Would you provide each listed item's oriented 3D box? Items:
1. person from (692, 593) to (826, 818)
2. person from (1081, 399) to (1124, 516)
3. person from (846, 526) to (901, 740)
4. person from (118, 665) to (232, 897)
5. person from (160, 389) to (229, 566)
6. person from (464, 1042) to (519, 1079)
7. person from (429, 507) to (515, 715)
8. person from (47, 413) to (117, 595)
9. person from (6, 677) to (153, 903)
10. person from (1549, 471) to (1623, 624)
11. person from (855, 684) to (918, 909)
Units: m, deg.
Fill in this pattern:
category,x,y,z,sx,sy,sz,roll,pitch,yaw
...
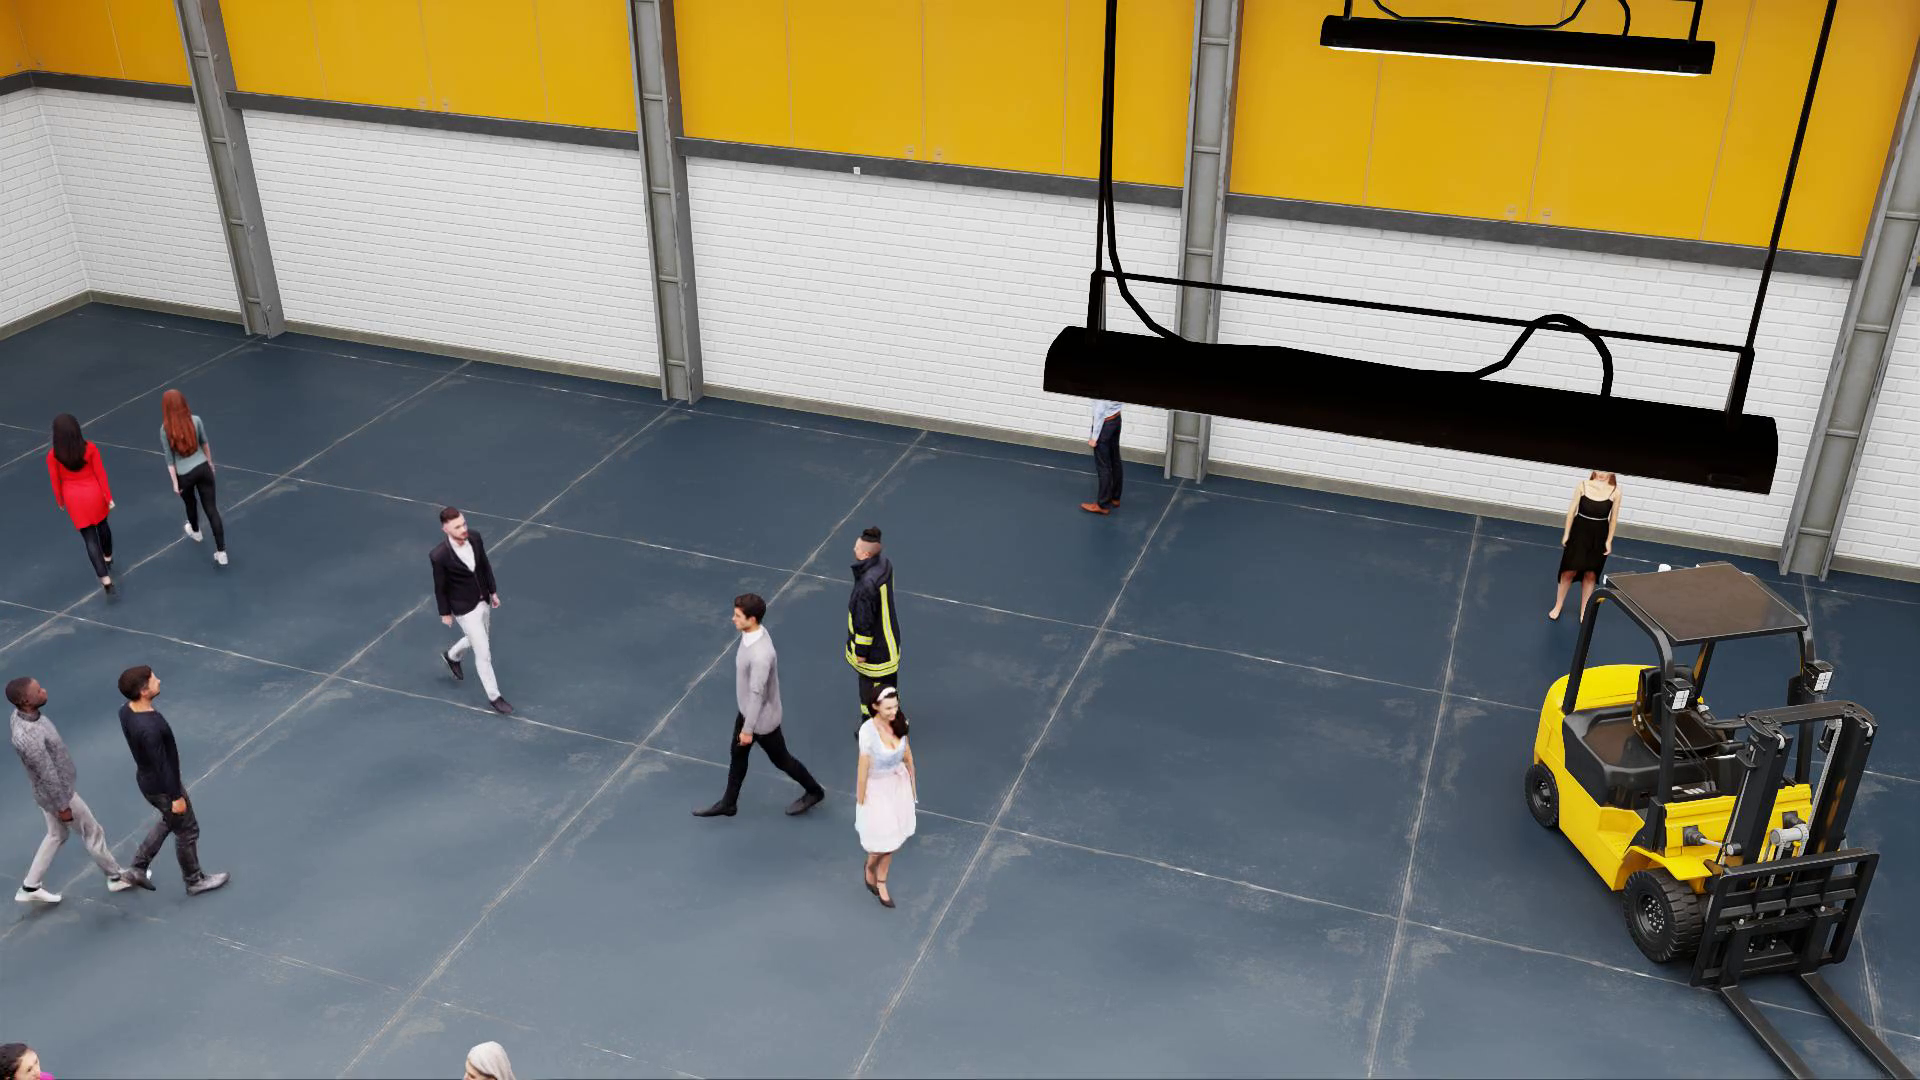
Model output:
category,x,y,z,sx,sy,sz,roll,pitch,yaw
person,-1.362,1.253,12.145,1.335,1.881,1.232,-10,30,-18
person,1.458,-1.113,16.580,0.653,1.789,0.704,20,34,32
person,-0.667,0.732,13.124,0.750,1.858,0.788,4,29,8
person,-5.523,1.709,11.332,0.941,1.859,0.954,-23,36,-35
person,-7.177,-0.555,15.659,0.975,1.689,1.245,-24,36,-36
person,-2.350,3.236,8.695,0.880,1.703,0.830,-17,33,-28
person,-4.057,0.512,13.571,1.192,1.816,0.826,17,33,28
person,-7.955,-0.285,15.151,1.036,1.703,1.160,-16,32,-26
person,-6.232,1.742,11.315,1.126,1.817,1.143,-20,35,-32
person,5.584,-0.030,14.766,0.492,1.624,0.621,11,30,19
person,-0.581,1.725,11.358,0.833,1.806,0.919,-24,37,-37
